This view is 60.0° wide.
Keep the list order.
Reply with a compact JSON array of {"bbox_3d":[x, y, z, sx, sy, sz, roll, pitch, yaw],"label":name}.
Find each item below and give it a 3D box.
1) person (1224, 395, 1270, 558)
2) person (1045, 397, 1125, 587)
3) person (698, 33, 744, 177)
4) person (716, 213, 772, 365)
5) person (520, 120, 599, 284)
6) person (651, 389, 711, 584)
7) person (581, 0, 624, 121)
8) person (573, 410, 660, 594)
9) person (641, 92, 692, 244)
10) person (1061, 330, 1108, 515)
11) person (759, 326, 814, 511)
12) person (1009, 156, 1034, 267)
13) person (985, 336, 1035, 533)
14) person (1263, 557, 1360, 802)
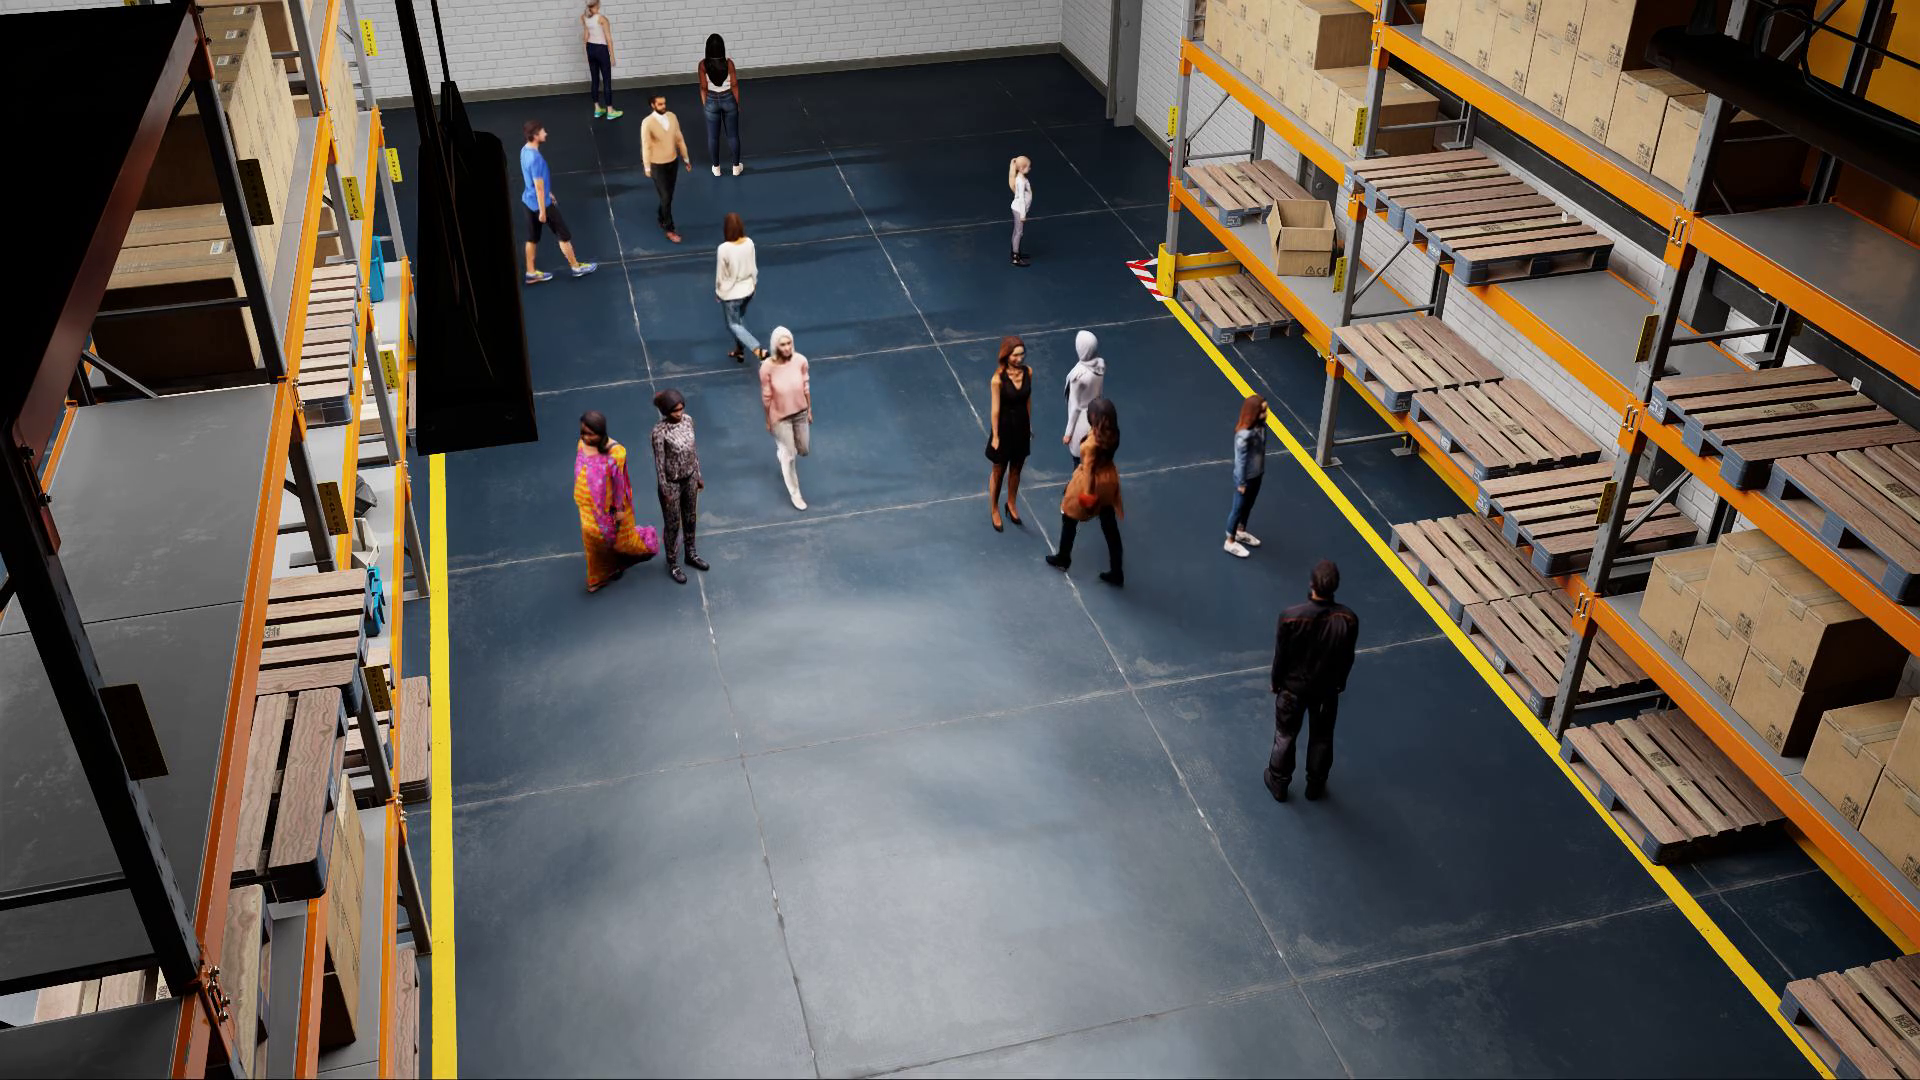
[{"bbox_3d":[2.409,-0.560,13.955,0.674,1.475,0.631,21,39,29],"label":"person"},{"bbox_3d":[1.192,-0.353,13.445,1.097,1.696,0.998,26,41,33],"label":"person"},{"bbox_3d":[-3.036,-5.523,21.120,0.686,1.810,0.664,-2,34,-3],"label":"person"},{"bbox_3d":[-2.182,-2.439,16.616,1.052,1.659,0.911,28,43,35],"label":"person"},{"bbox_3d":[-4.731,-3.682,18.324,0.864,1.838,1.034,-20,38,-27],"label":"person"},{"bbox_3d":[-2.307,-0.468,13.598,0.700,1.717,0.668,27,42,34],"label":"person"},{"bbox_3d":[-4.997,-6.698,22.985,0.689,1.702,0.734,15,36,21],"label":"person"},{"bbox_3d":[-2.820,-0.354,13.477,0.983,1.662,1.038,20,39,27],"label":"person"},{"bbox_3d":[-3.528,-4.425,19.539,0.991,1.730,0.899,25,41,33],"label":"person"},{"bbox_3d":[1.087,-0.984,14.321,0.715,1.776,0.694,26,41,33],"label":"person"},{"bbox_3d":[-1.530,-1.127,14.592,0.731,1.715,0.936,-17,37,-23],"label":"person"},{"bbox_3d":[0.677,-3.766,18.957,0.581,1.277,0.483,-1,34,-2],"label":"person"},{"bbox_3d":[0.432,-0.901,14.144,0.647,1.835,0.633,-21,39,-28],"label":"person"},{"bbox_3d":[2.368,0.954,11.254,0.762,1.944,0.696,1,34,1],"label":"person"}]
